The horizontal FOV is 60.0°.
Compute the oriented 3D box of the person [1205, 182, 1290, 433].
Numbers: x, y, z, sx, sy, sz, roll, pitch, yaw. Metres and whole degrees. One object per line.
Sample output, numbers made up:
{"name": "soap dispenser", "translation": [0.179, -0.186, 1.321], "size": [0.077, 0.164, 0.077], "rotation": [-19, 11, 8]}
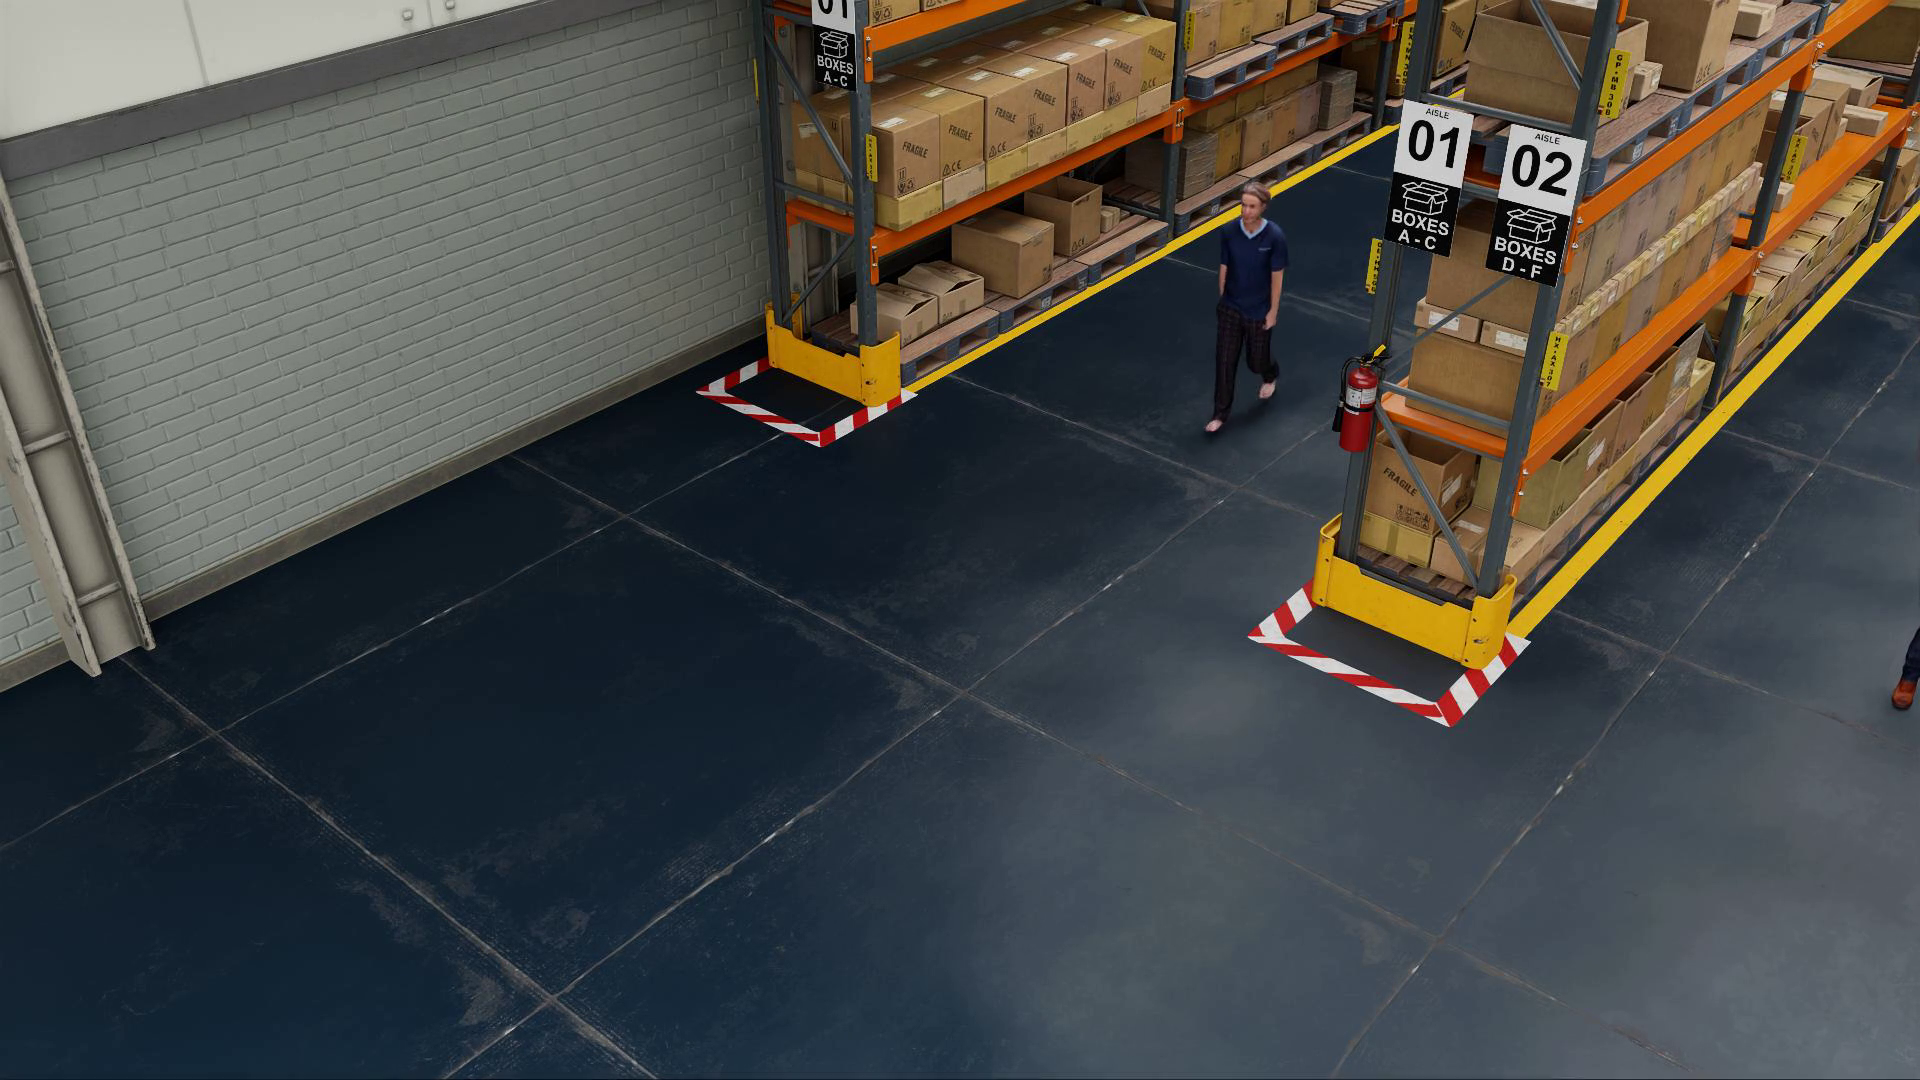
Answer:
{"name": "person", "translation": [2.093, -1.698, 11.961], "size": [0.822, 1.846, 1.090], "rotation": [15, 36, 22]}
